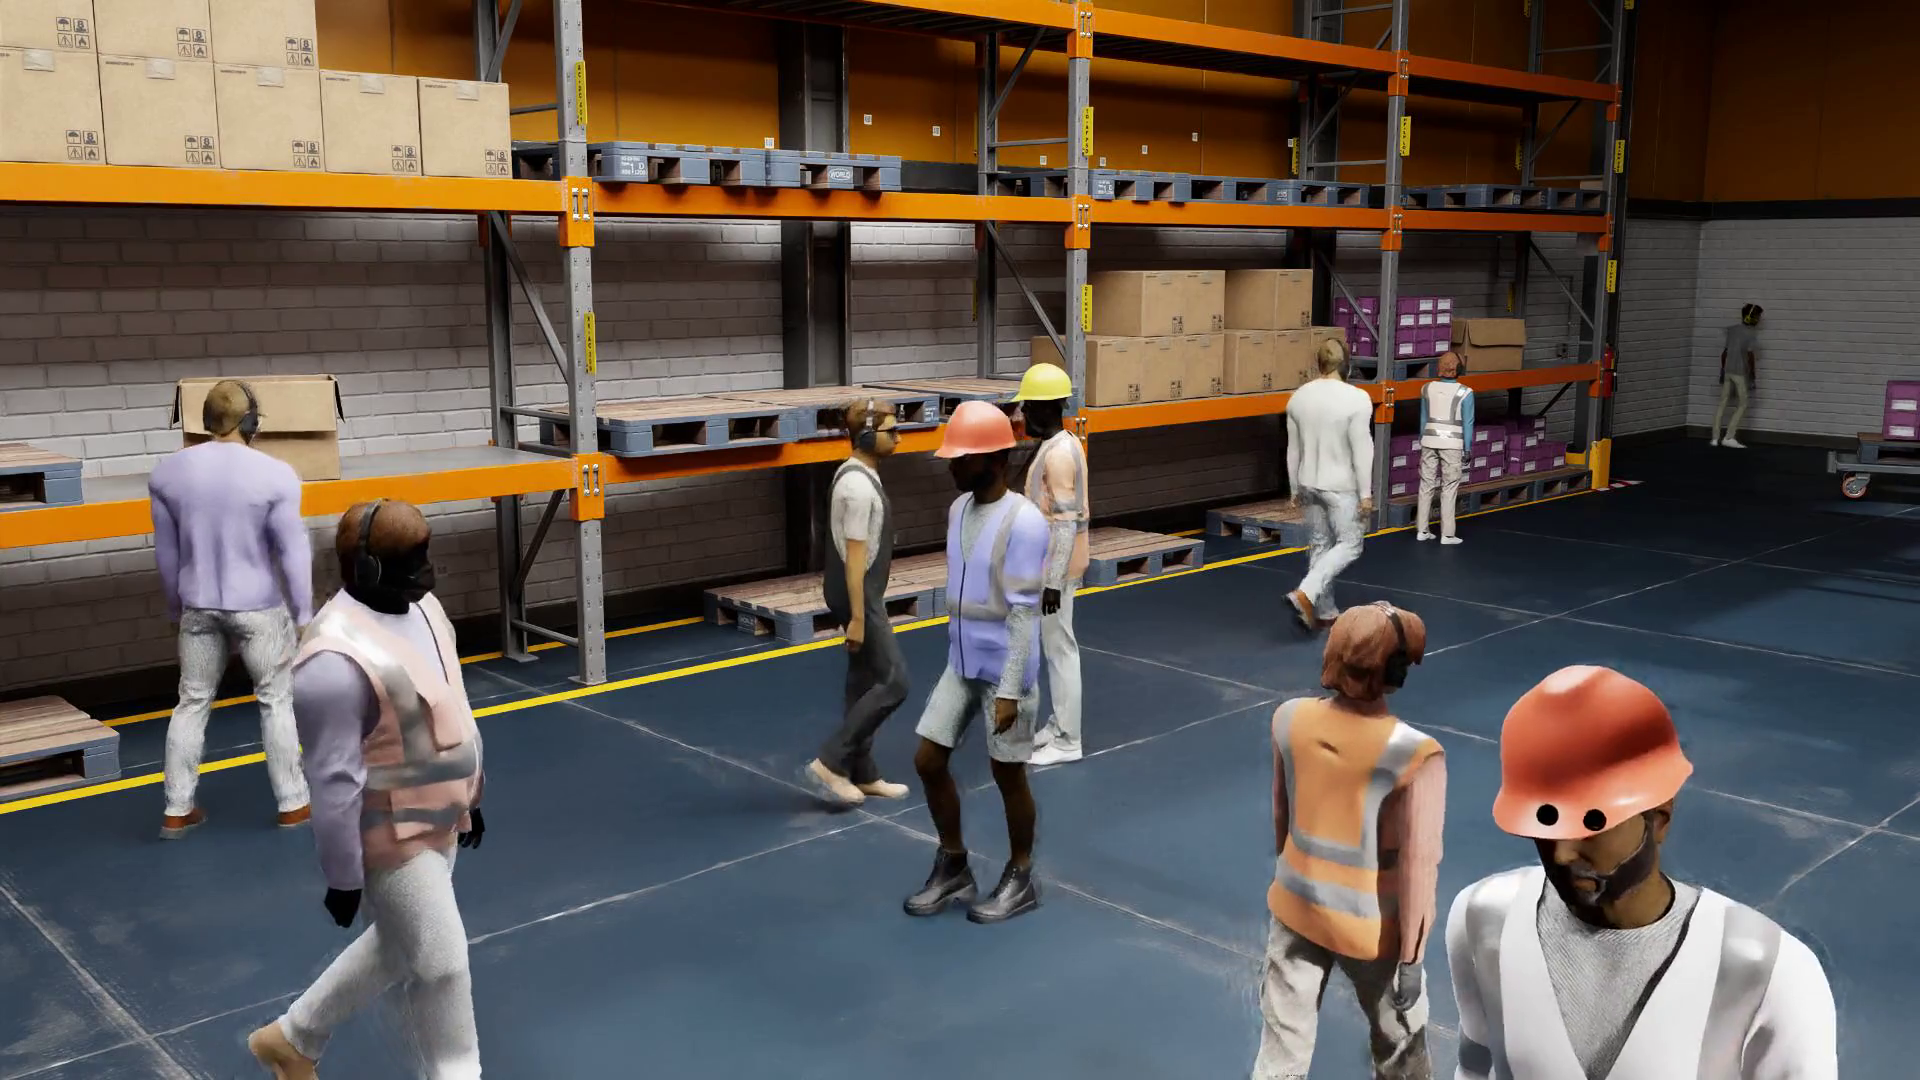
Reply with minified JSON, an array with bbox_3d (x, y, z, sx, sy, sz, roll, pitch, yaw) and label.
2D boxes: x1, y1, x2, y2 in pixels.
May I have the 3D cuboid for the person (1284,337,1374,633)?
[{"bbox_3d":[2.318,-0.325,10.580,0.645,1.926,0.642,-7,12,-36],"label":"person"}]

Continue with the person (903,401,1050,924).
[{"bbox_3d":[0.043,0.467,5.966,0.615,1.921,0.552,-8,12,-38],"label":"person"}]

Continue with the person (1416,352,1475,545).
[{"bbox_3d":[4.098,-0.772,14.064,0.322,1.627,0.508,-9,13,-42],"label":"person"}]

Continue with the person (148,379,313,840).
[{"bbox_3d":[-3.044,0.292,6.999,0.652,1.933,0.407,0,10,2],"label":"person"}]

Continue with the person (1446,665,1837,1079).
[{"bbox_3d":[1.023,1.080,2.479,0.602,1.888,0.988,7,12,36],"label":"person"}]

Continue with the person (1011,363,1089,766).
[{"bbox_3d":[0.428,0.119,7.978,0.381,1.924,0.594,0,10,2],"label":"person"}]

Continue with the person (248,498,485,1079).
[{"bbox_3d":[-1.570,0.774,4.489,0.830,1.816,0.628,0,10,2],"label":"person"}]

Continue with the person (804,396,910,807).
[{"bbox_3d":[-0.410,0.281,7.305,0.389,1.830,0.521,-2,10,-9],"label":"person"}]

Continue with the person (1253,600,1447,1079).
[{"bbox_3d":[1.004,0.935,4.142,0.841,1.593,0.536,-9,13,-42],"label":"person"}]

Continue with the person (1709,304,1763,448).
[{"bbox_3d":[9.851,-2.081,21.163,0.432,1.835,0.599,-2,10,-14],"label":"person"}]
